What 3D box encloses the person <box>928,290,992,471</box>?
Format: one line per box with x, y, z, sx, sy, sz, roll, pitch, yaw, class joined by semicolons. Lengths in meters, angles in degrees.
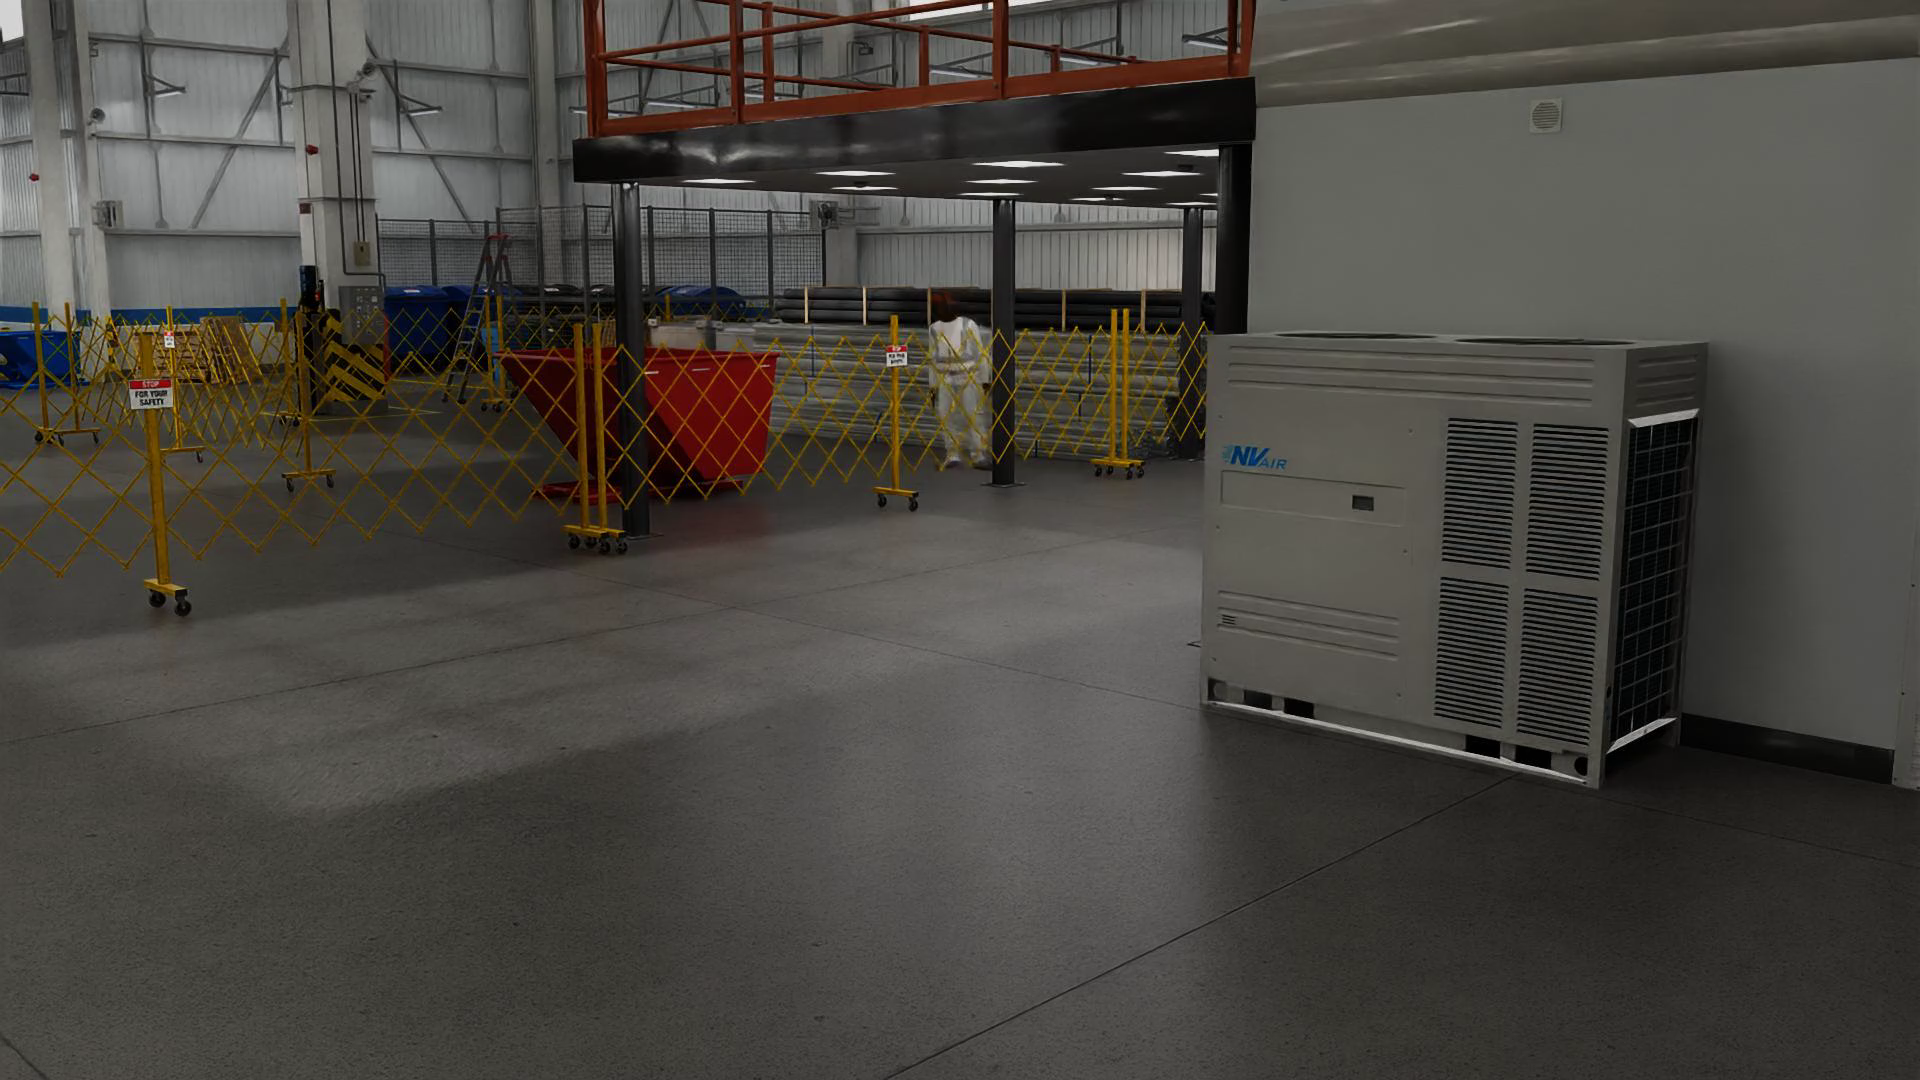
0.028;-1.611;16.989;0.750;1.860;0.372;3;10;20;person
